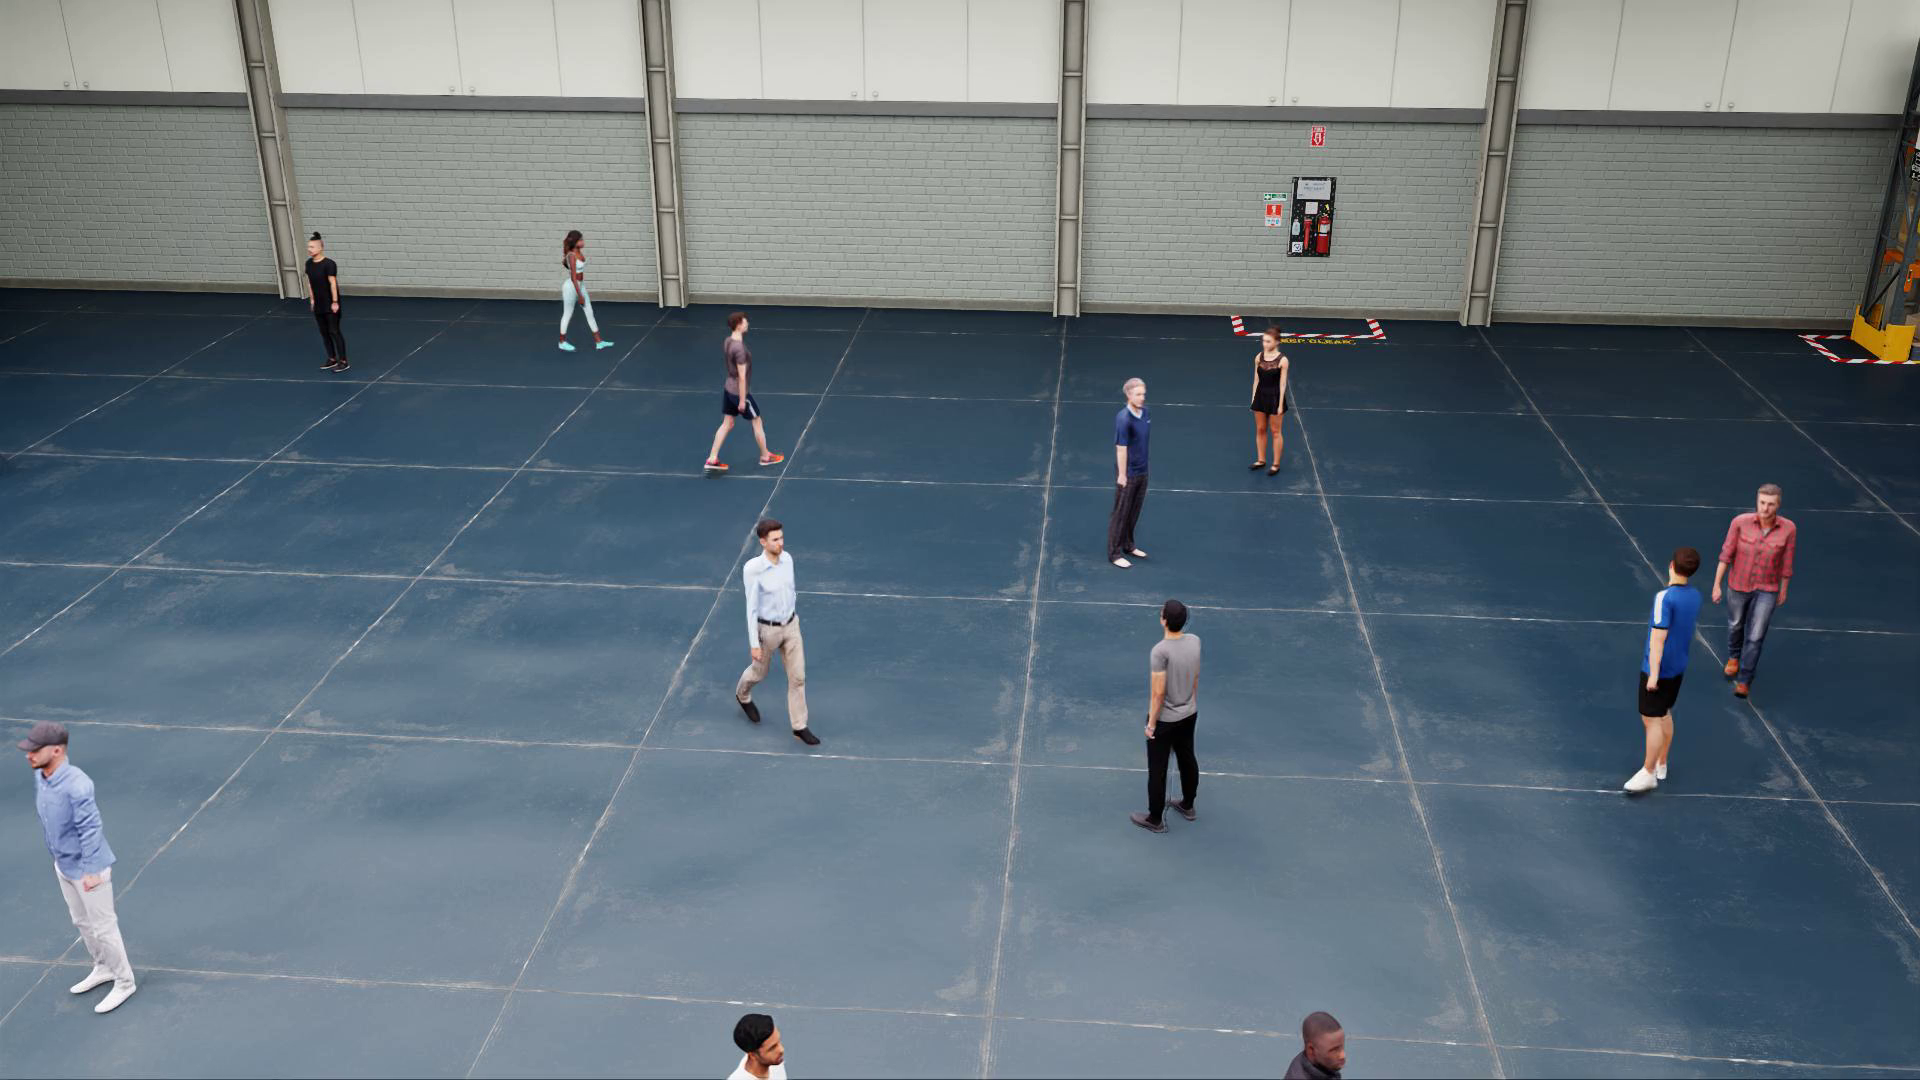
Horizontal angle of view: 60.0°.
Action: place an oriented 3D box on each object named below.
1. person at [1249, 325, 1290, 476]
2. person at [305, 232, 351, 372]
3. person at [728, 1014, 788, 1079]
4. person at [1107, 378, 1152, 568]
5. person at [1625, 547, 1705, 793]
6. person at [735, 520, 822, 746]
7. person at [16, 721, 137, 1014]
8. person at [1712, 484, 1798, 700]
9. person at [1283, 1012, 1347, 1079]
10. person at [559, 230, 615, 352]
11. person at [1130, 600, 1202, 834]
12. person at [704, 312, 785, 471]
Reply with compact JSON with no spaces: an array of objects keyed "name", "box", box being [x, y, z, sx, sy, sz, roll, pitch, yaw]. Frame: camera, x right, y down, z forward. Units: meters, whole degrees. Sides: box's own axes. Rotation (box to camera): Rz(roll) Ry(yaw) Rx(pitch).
[{"name":"person","box":[3.459,-1.569,18.535,0.671,1.680,0.751,19,30,38]},{"name":"person","box":[-8.414,-3.170,22.063,0.671,1.865,0.817,12,26,27]},{"name":"person","box":[-0.940,2.945,7.849,0.589,1.735,0.673,6,24,14]},{"name":"person","box":[1.665,-0.677,16.196,0.745,1.870,0.738,17,28,34]},{"name":"person","box":[5.243,0.978,12.350,0.904,1.833,0.874,16,28,33]},{"name":"person","box":[-1.508,0.689,13.042,1.146,1.823,1.246,-20,30,-39]},{"name":"person","box":[-5.312,1.927,10.048,0.689,1.888,0.803,14,27,29]},{"name":"person","box":[6.600,0.368,13.840,1.223,1.789,1.109,13,26,27]},{"name":"person","box":[1.590,2.949,7.712,0.718,1.835,0.772,12,26,25]},{"name":"person","box":[-5.356,-3.405,22.841,1.056,1.688,0.652,4,23,10]},{"name":"person","box":[1.512,1.239,11.842,0.695,1.750,0.760,-18,29,-35]},{"name":"person","box":[-2.544,-1.600,18.447,1.270,1.806,1.104,-13,26,-27]}]
